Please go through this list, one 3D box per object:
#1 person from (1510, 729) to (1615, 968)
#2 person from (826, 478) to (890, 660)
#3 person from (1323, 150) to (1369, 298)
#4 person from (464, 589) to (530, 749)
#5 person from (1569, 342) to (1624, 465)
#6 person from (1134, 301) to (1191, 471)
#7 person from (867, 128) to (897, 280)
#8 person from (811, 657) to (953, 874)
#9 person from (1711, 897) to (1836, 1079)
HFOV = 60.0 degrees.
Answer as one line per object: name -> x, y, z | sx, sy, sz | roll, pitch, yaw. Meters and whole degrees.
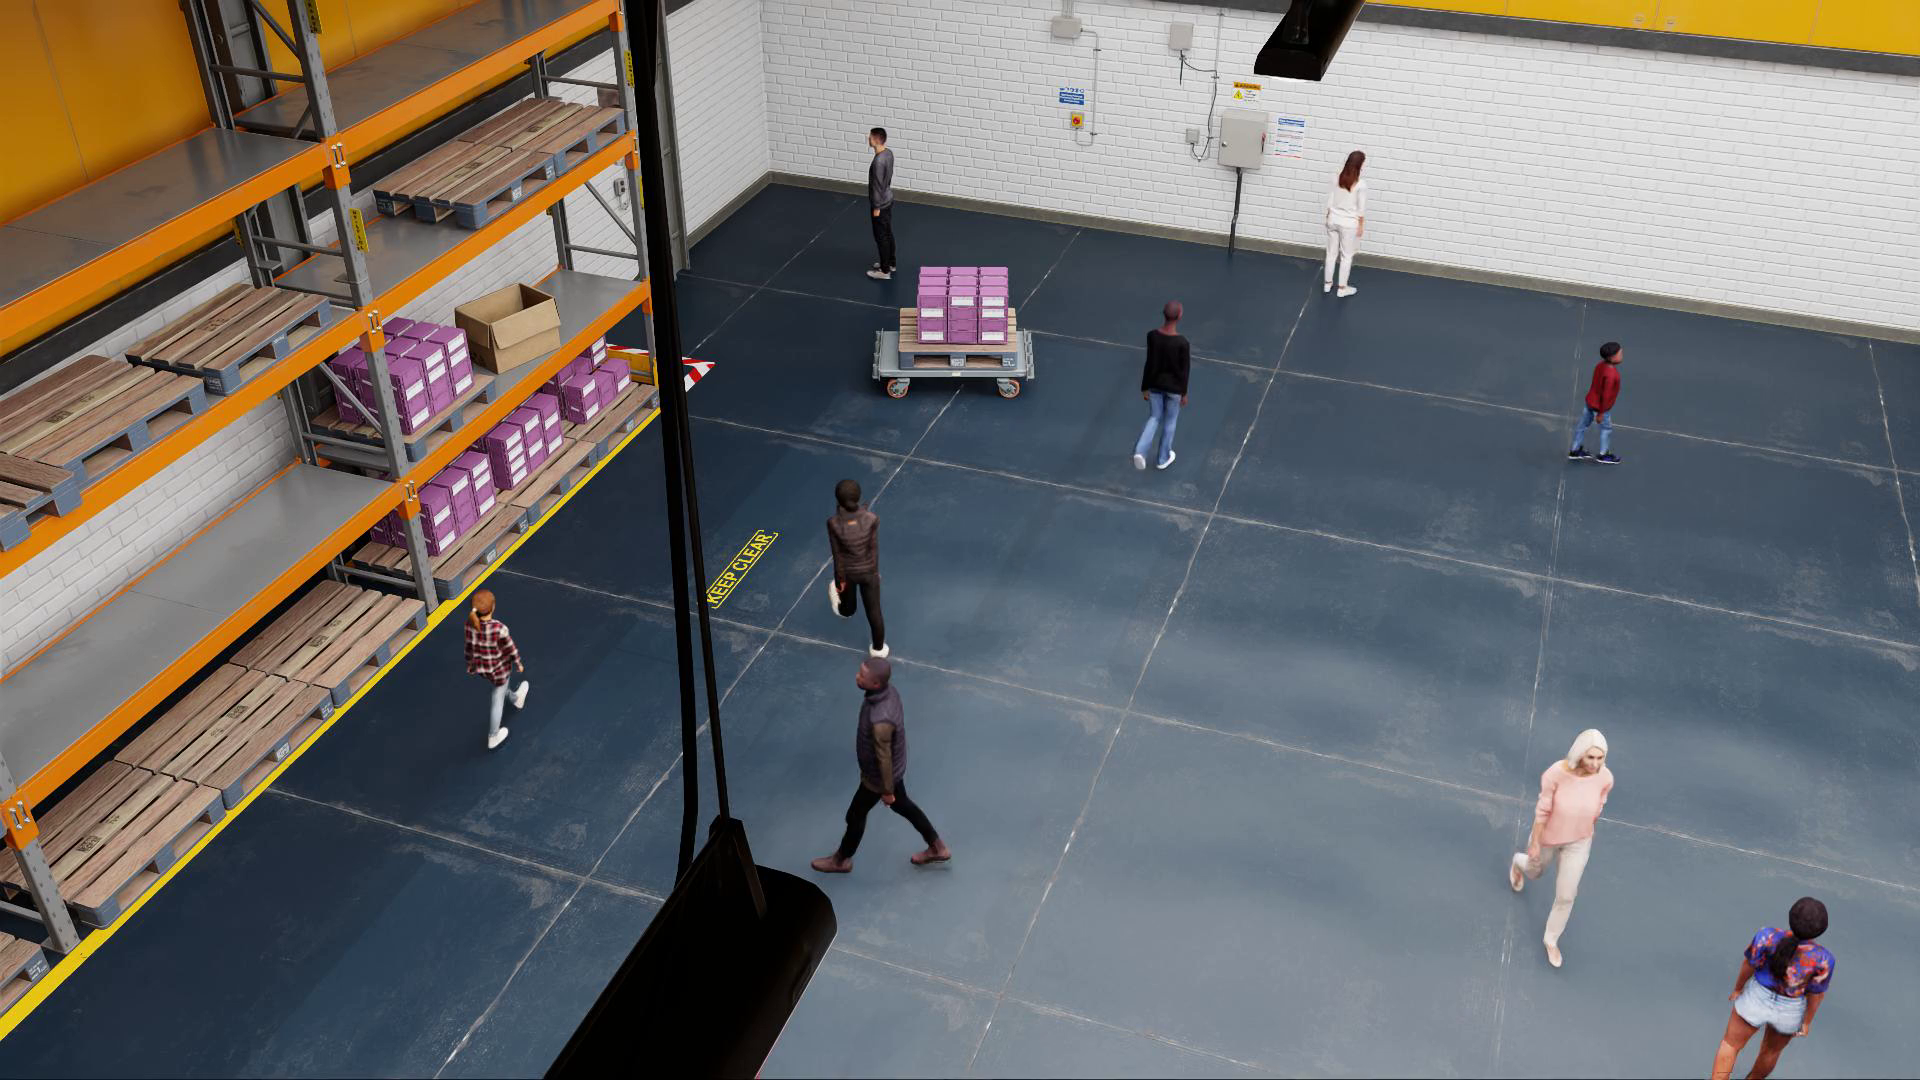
person -> 3.801, 1.830, 10.578 | 0.799, 1.697, 1.126 | 2, 34, 3
person -> -0.806, 0.190, 13.099 | 0.885, 1.638, 1.041 | 0, 34, -1
person -> 4.319, -3.579, 18.726 | 0.688, 1.684, 0.648 | 19, 38, 26
person -> -3.468, 0.967, 12.259 | 0.539, 1.274, 0.870 | 11, 35, 16
person -> 5.963, -1.288, 15.680 | 0.707, 1.242, 0.698 | -1, 34, -1
person -> 1.865, -1.372, 15.360 | 0.739, 1.736, 0.964 | 21, 39, 29
person -> -0.892, -3.878, 19.107 | 0.695, 1.761, 0.505 | 7, 34, 10
person -> -0.431, 1.523, 10.954 | 1.055, 1.790, 1.237 | 0, 34, 0
person -> 4.508, 2.667, 9.295 | 0.775, 1.723, 1.040 | 23, 40, 30
